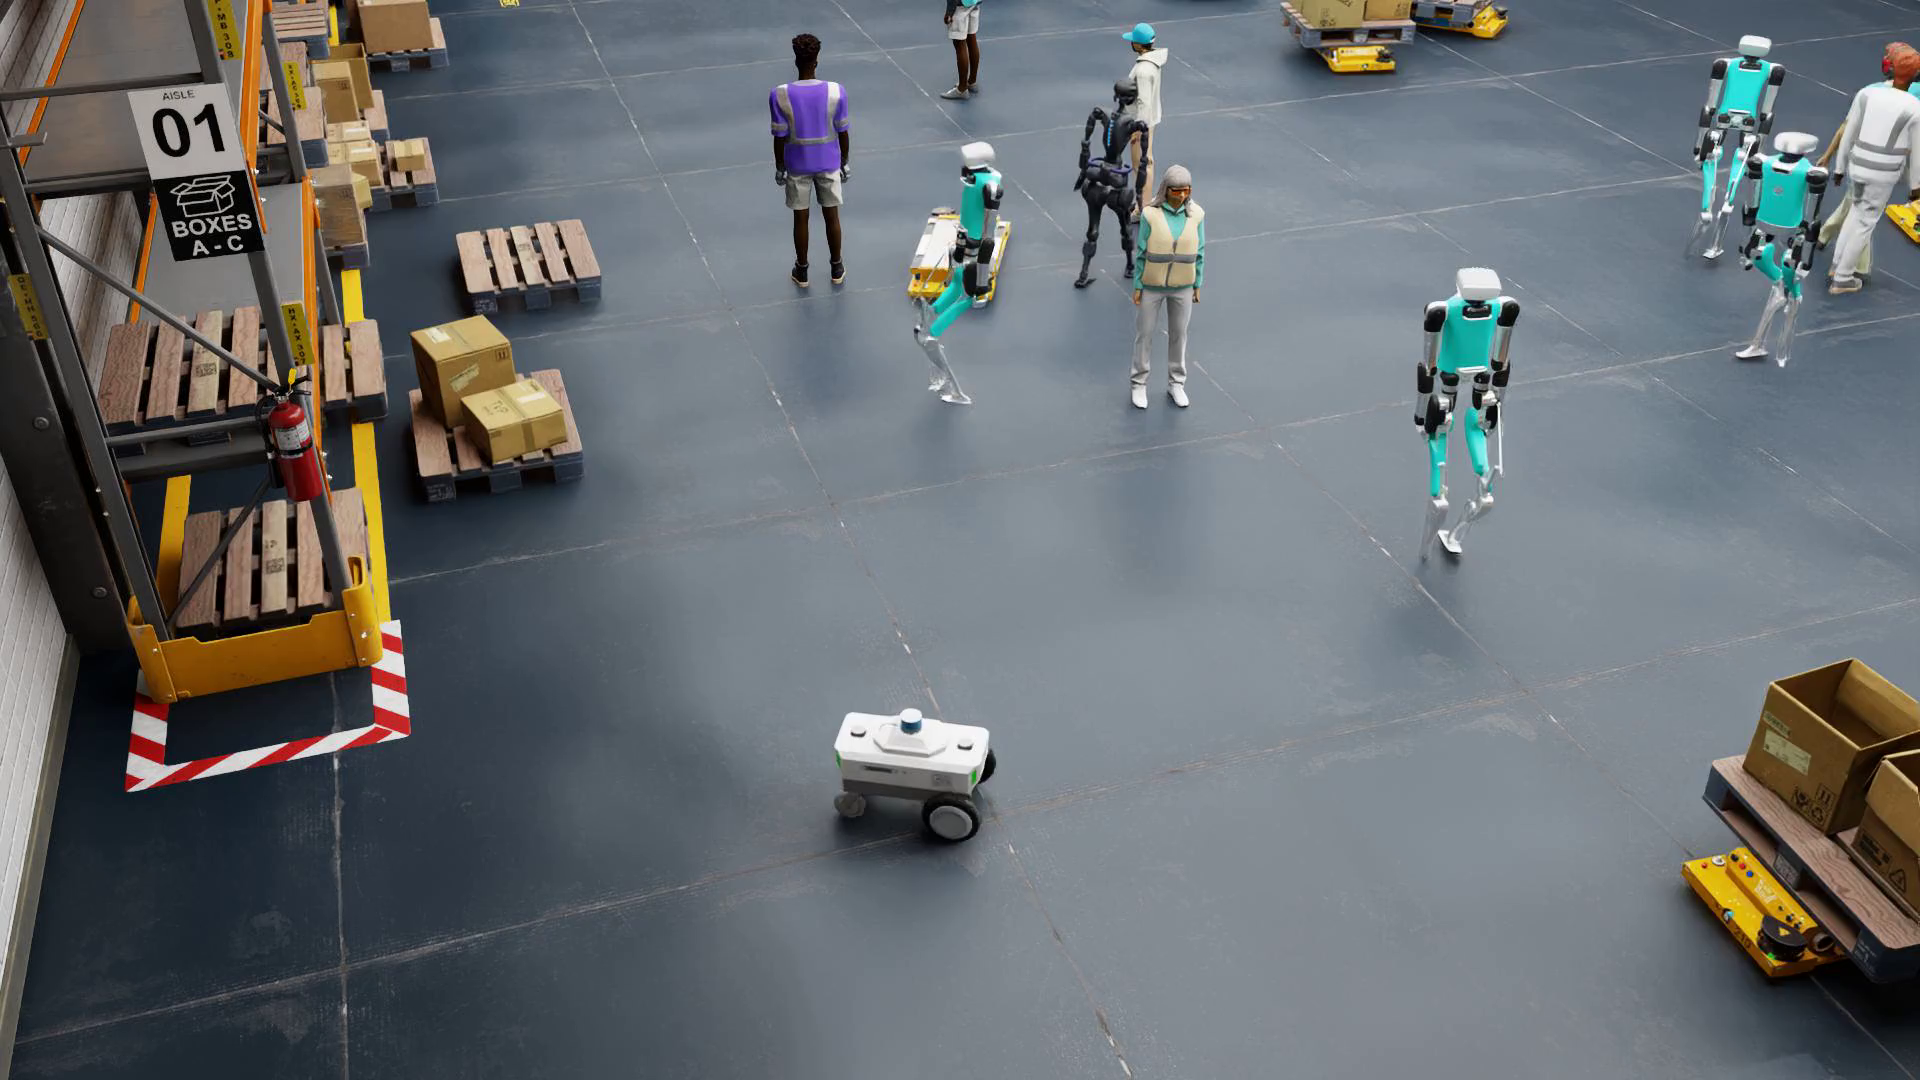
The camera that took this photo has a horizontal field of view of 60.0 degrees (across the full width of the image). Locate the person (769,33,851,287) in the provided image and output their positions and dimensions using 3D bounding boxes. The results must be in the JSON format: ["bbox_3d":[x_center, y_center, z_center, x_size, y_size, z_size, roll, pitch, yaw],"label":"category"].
[{"bbox_3d":[-1.134,-2.891,12.741,0.605,1.965,0.368,-6,34,-9],"label":"person"}]

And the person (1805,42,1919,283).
[{"bbox_3d":[7.092,-3.000,13.060,0.587,1.793,0.955,-7,34,-10],"label":"person"}]

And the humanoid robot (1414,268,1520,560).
[{"bbox_3d":[2.892,-0.582,9.498,0.547,1.894,0.724,-3,33,-5],"label":"humanoid robot"}]

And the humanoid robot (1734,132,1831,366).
[{"bbox_3d":[5.766,-2.029,11.647,0.796,1.804,0.552,-27,42,-35],"label":"humanoid robot"}]

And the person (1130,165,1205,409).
[{"bbox_3d":[1.383,-1.700,11.151,0.466,1.707,0.369,-3,33,-5],"label":"person"}]

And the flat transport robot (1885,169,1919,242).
[{"bbox_3d":[8.656,-2.683,13.973,1.431,0.231,0.659,2,33,3],"label":"flat transport robot"}]

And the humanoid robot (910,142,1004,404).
[{"bbox_3d":[-0.092,-1.767,11.219,0.759,1.778,0.536,-10,35,-16],"label":"humanoid robot"}]

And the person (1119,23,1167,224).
[{"bbox_3d":[1.502,-3.475,13.896,0.371,1.669,0.474,6,34,10],"label":"person"}]

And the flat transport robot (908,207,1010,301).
[{"bbox_3d":[0.009,-2.308,13.398,0.659,0.231,1.431,4,33,6],"label":"flat transport robot"}]

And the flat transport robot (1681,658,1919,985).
[{"bbox_3d":[4.083,1.551,7.480,1.431,0.231,0.659,-8,34,-12],"label":"flat transport robot"}]

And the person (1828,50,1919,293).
[{"bbox_3d":[7.008,-2.781,12.661,0.481,1.871,0.623,-16,36,-23],"label":"person"}]

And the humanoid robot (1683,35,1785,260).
[{"bbox_3d":[6.062,-2.974,13.125,0.530,1.825,0.812,11,35,16],"label":"humanoid robot"}]

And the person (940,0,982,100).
[{"bbox_3d":[0.030,-5.364,16.560,0.431,1.937,0.553,17,37,24],"label":"person"}]

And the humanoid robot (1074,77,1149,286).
[{"bbox_3d":[1.164,-2.780,12.861,0.617,1.636,0.599,18,37,25],"label":"humanoid robot"}]

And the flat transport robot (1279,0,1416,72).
[{"bbox_3d":[4.198,-5.425,18.179,0.659,0.231,1.431,-4,33,-6],"label":"flat transport robot"}]

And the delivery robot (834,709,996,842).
[{"bbox_3d":[-0.195,1.082,7.955,0.791,0.614,0.499,6,34,9],"label":"delivery robot"}]

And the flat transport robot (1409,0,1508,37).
[{"bbox_3d":[5.504,-6.039,19.120,1.431,0.231,0.659,17,37,24],"label":"flat transport robot"}]
